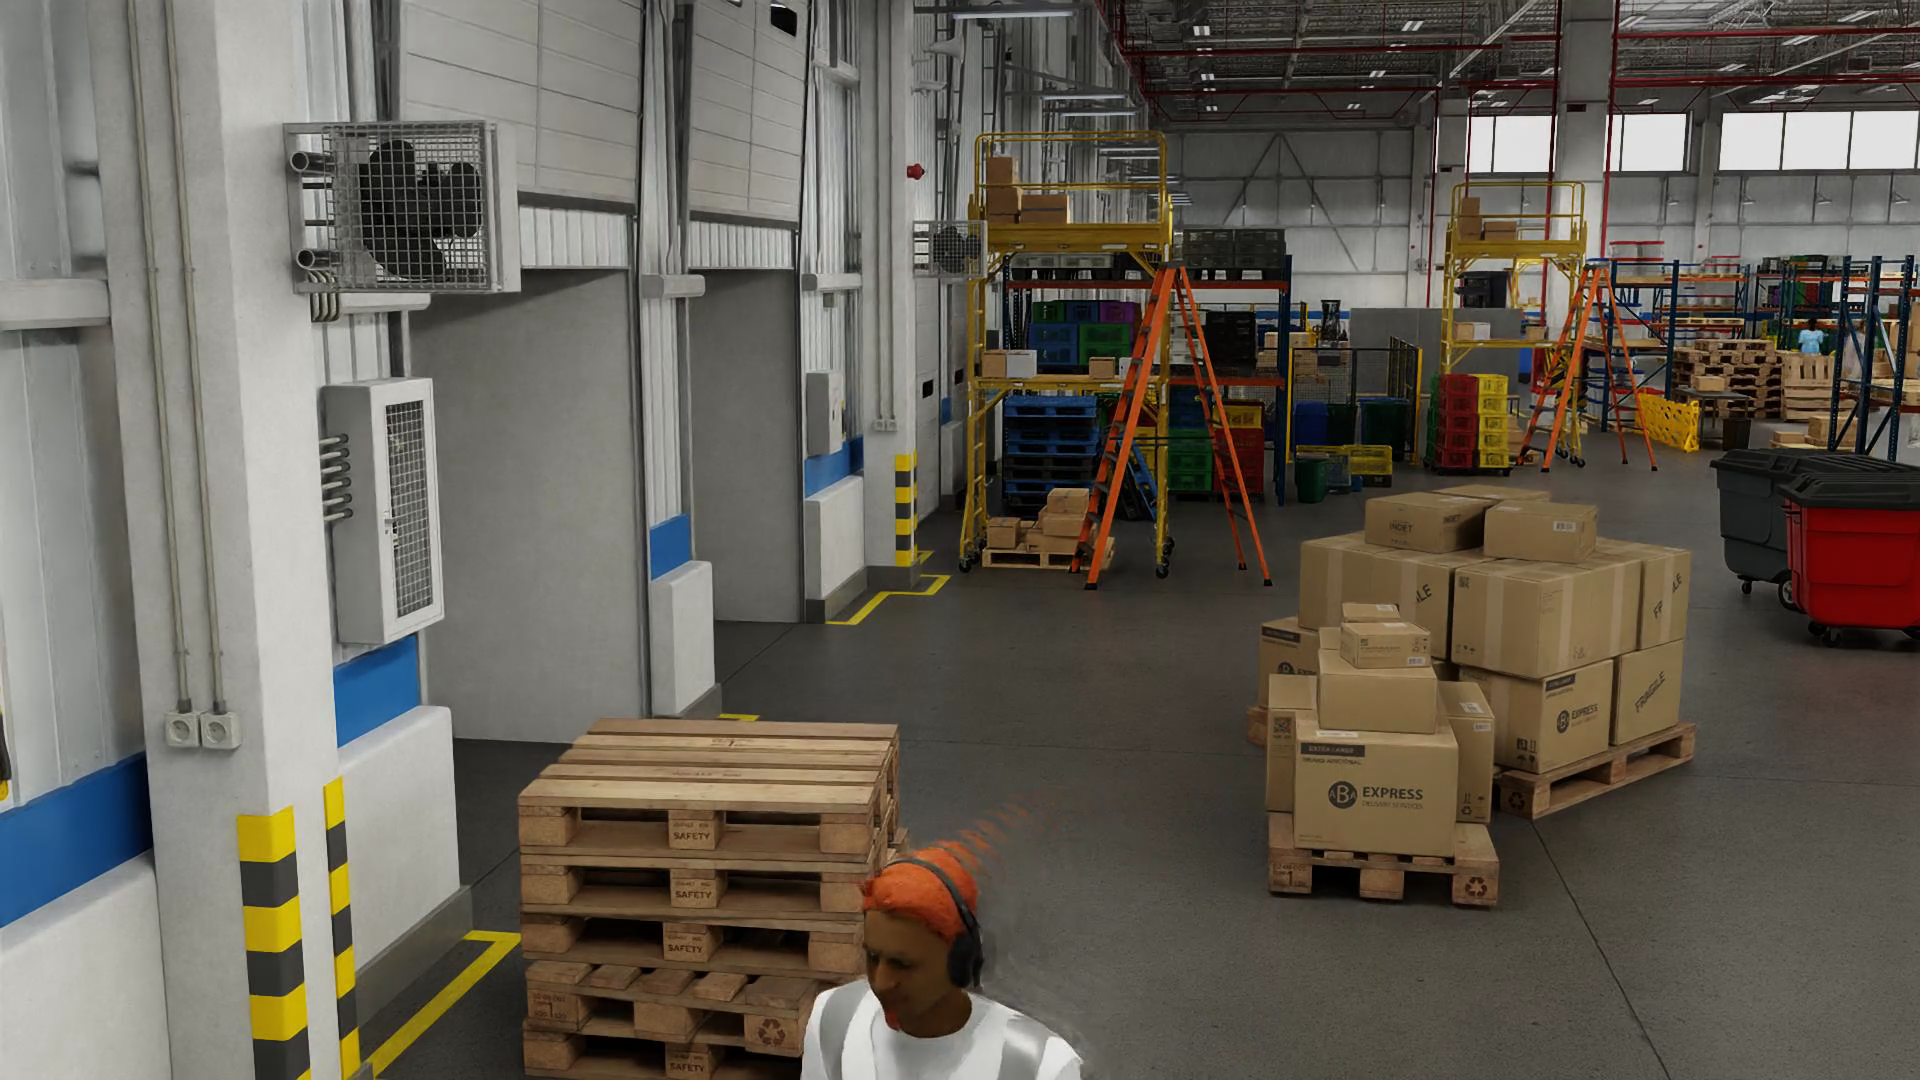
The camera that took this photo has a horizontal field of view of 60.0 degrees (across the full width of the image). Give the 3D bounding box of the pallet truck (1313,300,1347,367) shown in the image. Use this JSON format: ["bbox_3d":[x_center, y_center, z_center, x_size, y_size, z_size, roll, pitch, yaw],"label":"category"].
[{"bbox_3d":[11.159,-6.200,49.718,0.823,1.965,1.885,4,10,26],"label":"pallet truck"}]

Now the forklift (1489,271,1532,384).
[{"bbox_3d":[13.422,-5.322,41.591,1.873,2.768,1.129,1,9,9],"label":"forklift"}]

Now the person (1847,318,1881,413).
[{"bbox_3d":[18.077,-3.479,33.274,0.659,1.886,1.005,0,9,0],"label":"person"}]

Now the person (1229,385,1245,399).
[{"bbox_3d":[5.792,-3.565,34.571,0.521,1.640,0.306,9,13,44],"label":"person"}]

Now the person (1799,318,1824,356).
[{"bbox_3d":[21.054,-4.661,41.163,0.551,1.683,0.394,4,10,26],"label":"person"}]

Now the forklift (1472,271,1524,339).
[{"bbox_3d":[14.292,-5.913,45.235,1.873,2.768,1.129,-3,10,-17],"label":"forklift"}]

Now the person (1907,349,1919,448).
[{"bbox_3d":[15.505,-2.345,26.759,0.323,1.736,0.488,4,10,25],"label":"person"}]

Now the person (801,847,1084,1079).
[{"bbox_3d":[-0.104,1.454,3.013,0.588,1.831,1.002,7,11,36],"label":"person"}]
